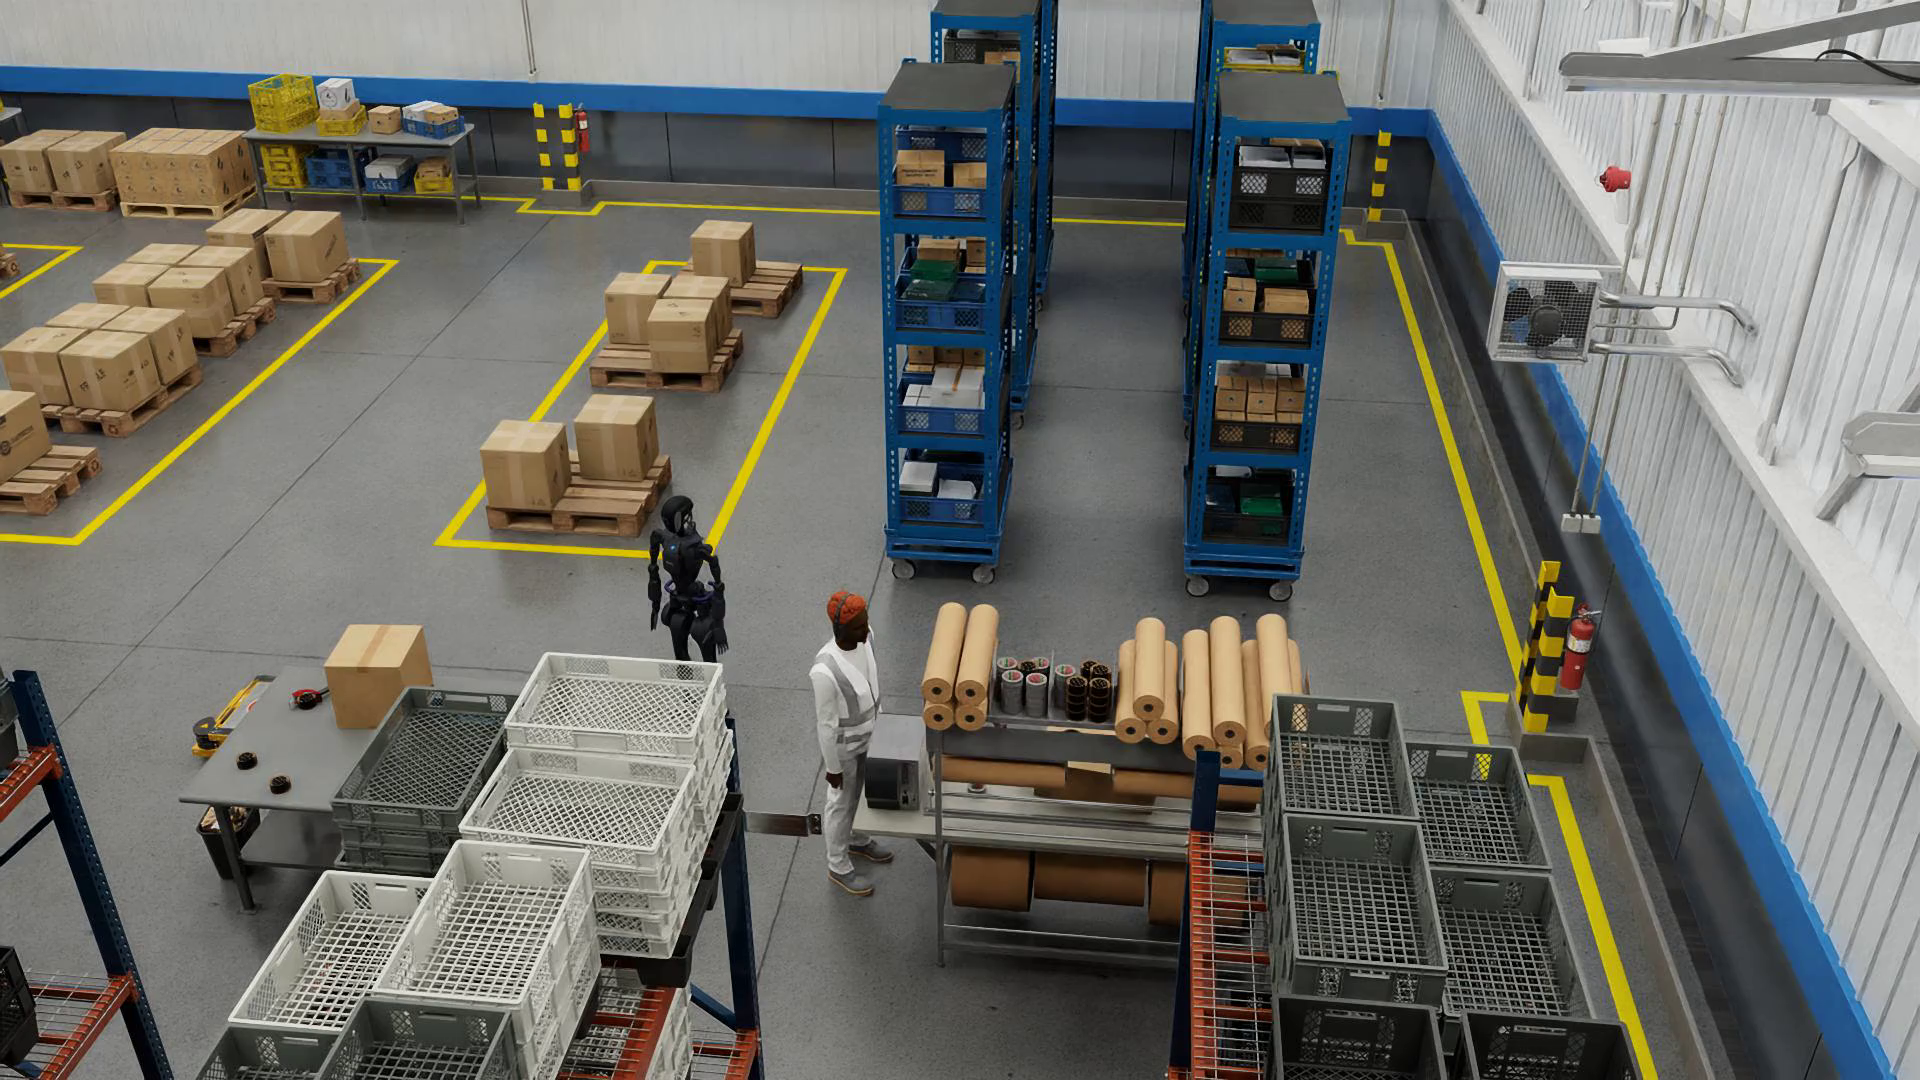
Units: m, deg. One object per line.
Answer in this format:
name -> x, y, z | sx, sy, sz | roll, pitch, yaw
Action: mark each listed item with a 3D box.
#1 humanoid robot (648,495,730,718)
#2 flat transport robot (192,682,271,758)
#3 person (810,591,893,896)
humanoid robot -> -1.701, 0.456, 10.477 | 0.612, 1.657, 0.317 | 15, 34, 25
flat transport robot -> -4.089, 1.163, 10.648 | 1.431, 0.197, 0.652 | 3, 30, 6
person -> -0.596, 1.100, 9.179 | 0.349, 1.882, 0.582 | 11, 32, 18
